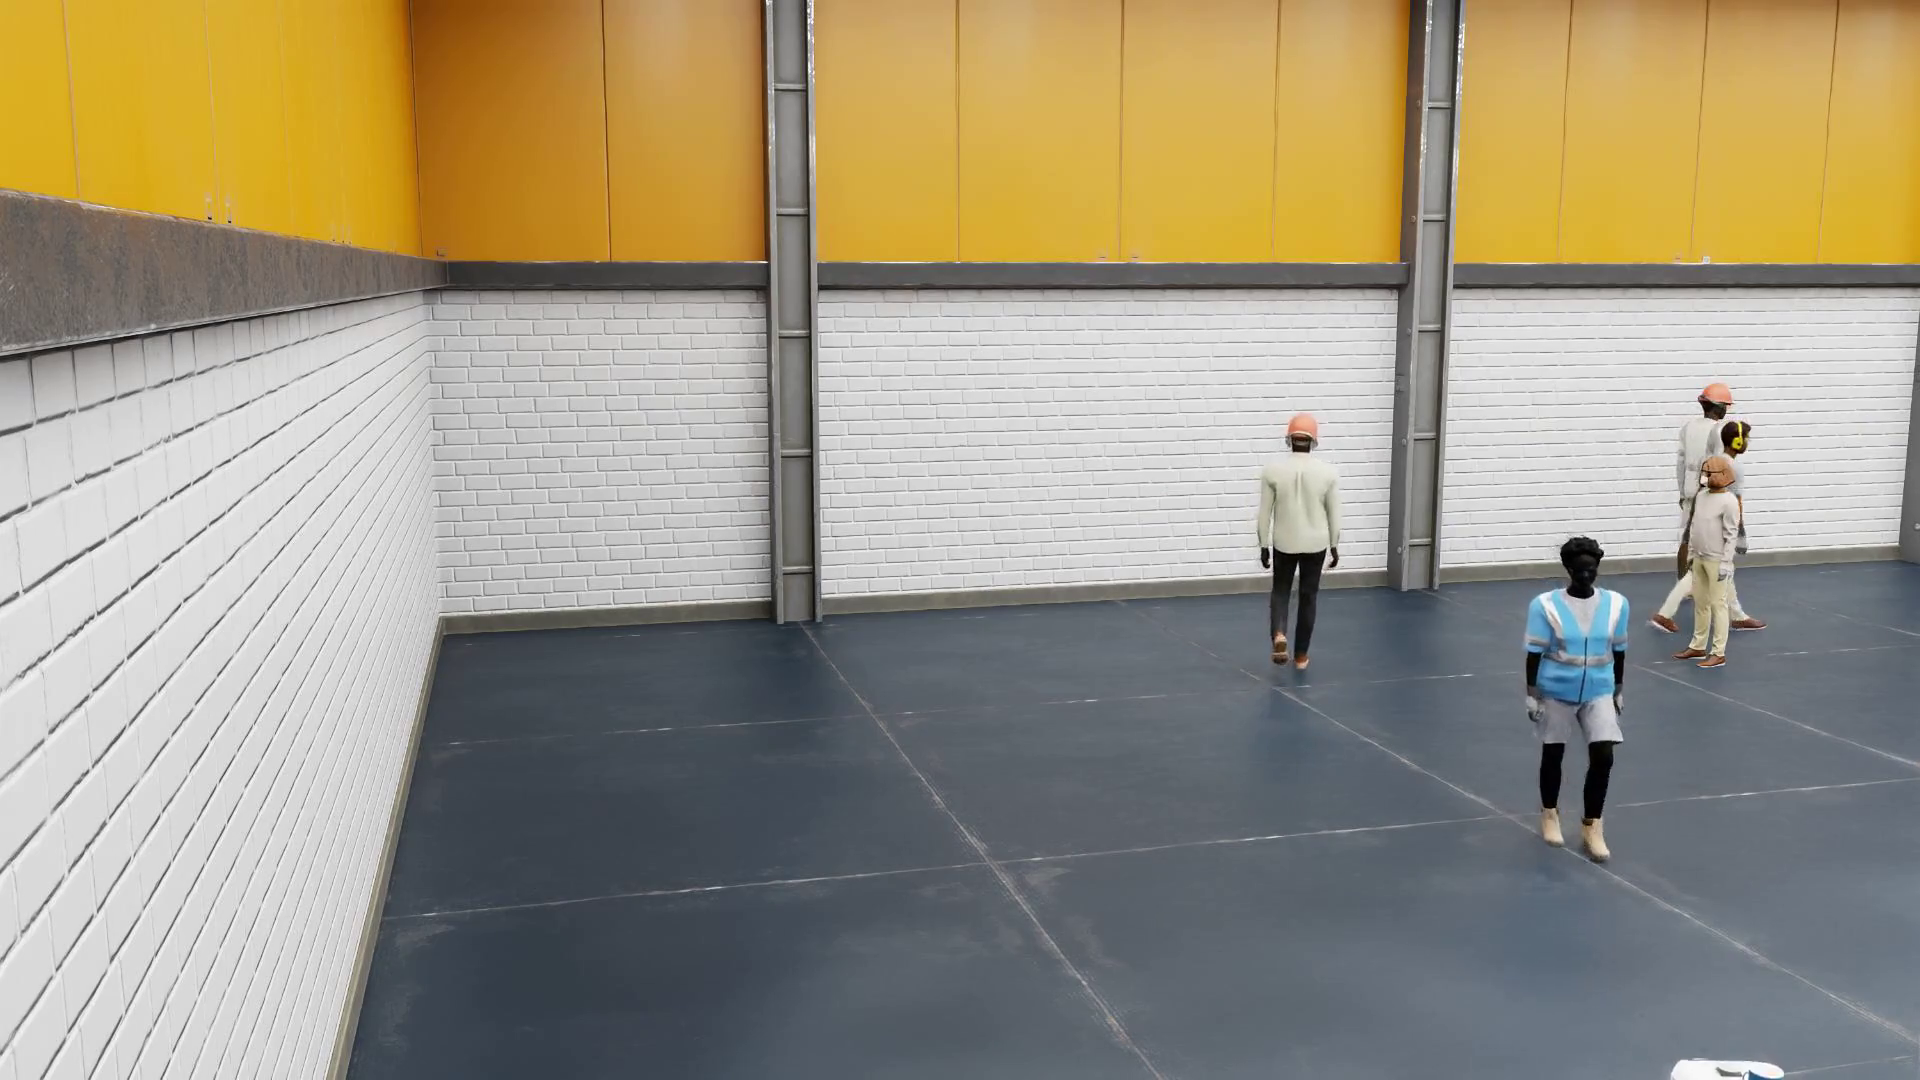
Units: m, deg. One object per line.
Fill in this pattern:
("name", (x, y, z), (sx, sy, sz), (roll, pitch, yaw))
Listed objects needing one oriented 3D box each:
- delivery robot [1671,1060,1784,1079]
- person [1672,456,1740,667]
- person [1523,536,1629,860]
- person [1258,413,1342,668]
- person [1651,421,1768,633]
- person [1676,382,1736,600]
("delivery robot", (2.506, 1.882, 5.206), (0.477, 0.478, 0.707), (0, 9, 2))
("person", (5.801, 0.163, 12.872), (0.285, 1.633, 0.497), (-2, 9, -10))
("person", (3.203, 0.822, 8.621), (0.547, 1.673, 0.633), (1, 9, 6))
("person", (2.588, 0.023, 12.672), (0.621, 1.978, 0.536), (2, 9, 15))
("person", (6.323, -0.094, 13.994), (1.035, 1.821, 0.551), (-1, 9, -3))
("person", (6.873, -0.426, 15.282), (0.396, 2.038, 0.615), (-3, 10, -19))
